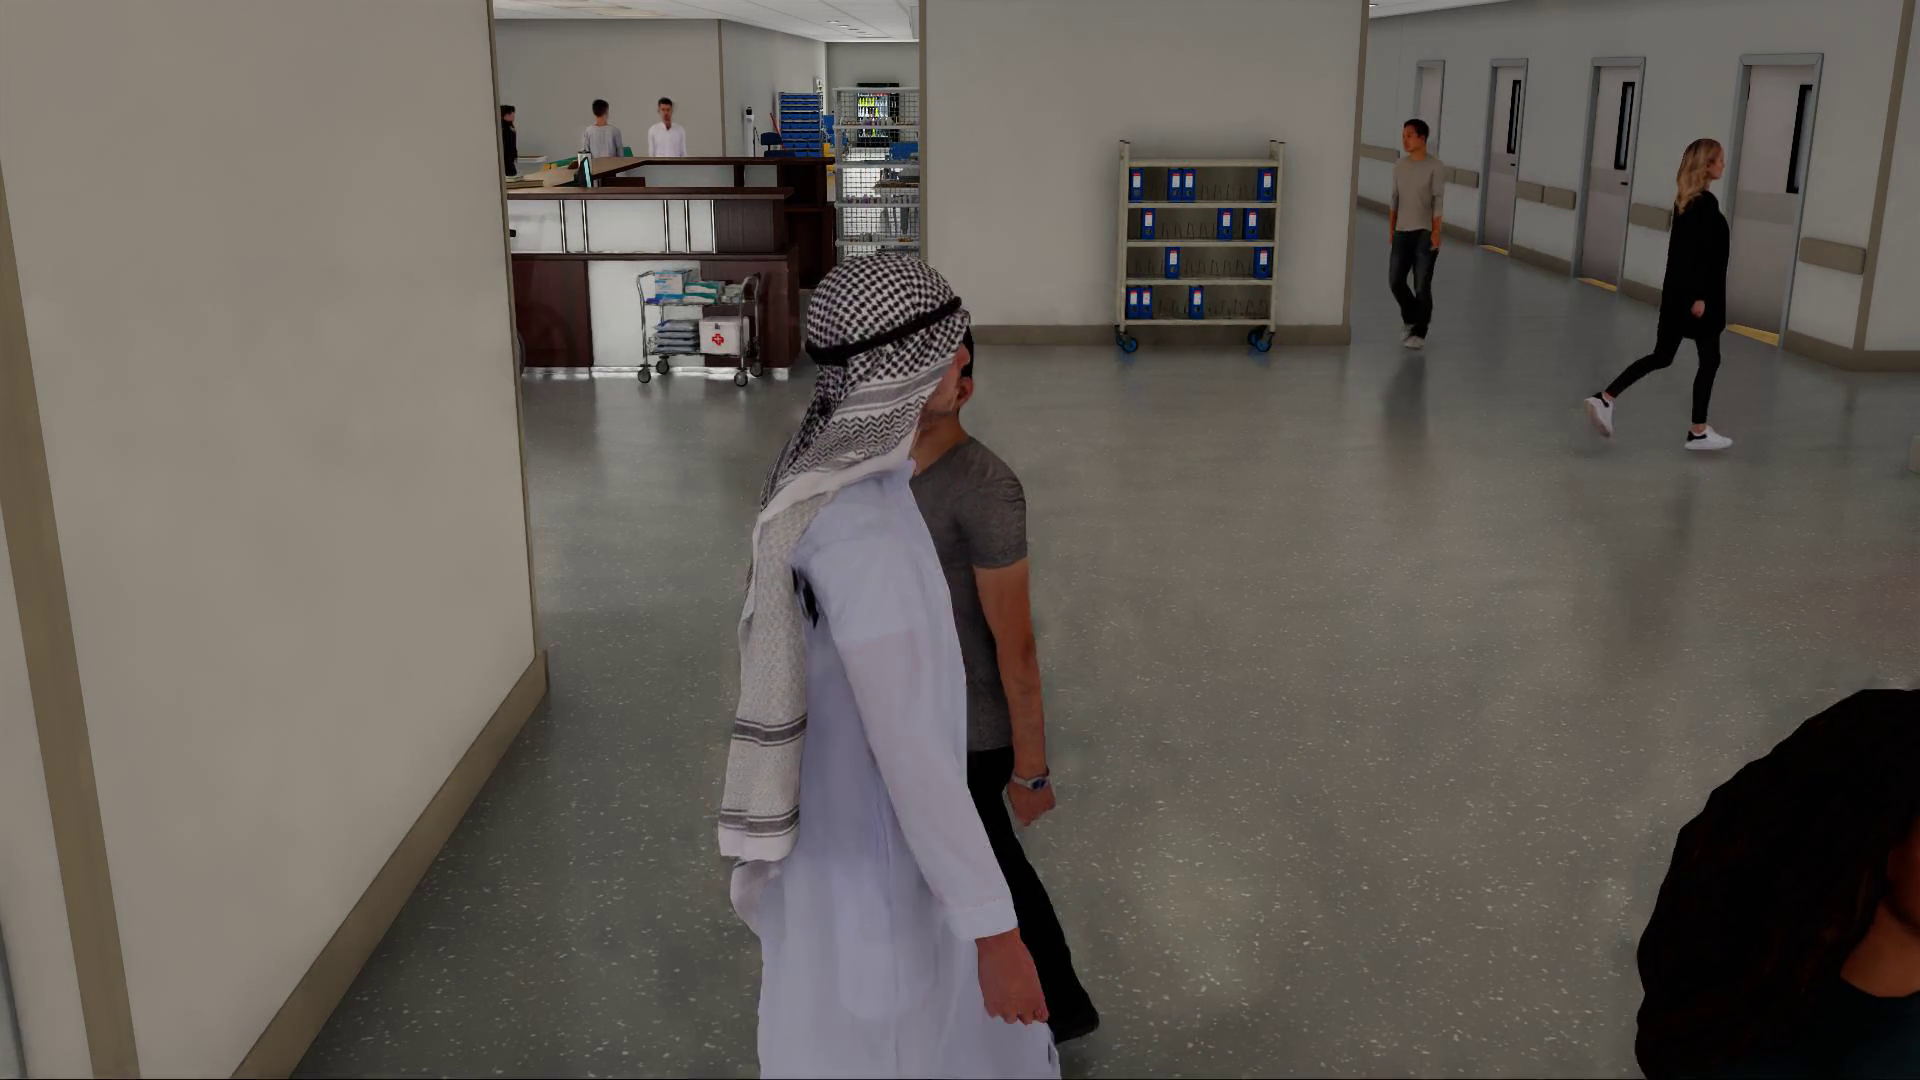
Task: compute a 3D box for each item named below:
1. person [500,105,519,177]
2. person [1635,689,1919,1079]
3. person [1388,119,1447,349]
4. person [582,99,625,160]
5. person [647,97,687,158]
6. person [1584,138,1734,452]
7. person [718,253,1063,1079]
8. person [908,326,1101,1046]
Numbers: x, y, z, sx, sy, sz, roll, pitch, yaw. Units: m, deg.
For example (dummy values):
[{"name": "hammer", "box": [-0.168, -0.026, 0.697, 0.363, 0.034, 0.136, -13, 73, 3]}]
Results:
[{"name": "person", "box": [-7.217, -5.909, 25.919, 1.017, 1.631, 0.712, 1, 16, 5]}, {"name": "person", "box": [0.827, 0.908, 1.798, 0.971, 1.599, 0.868, -7, 17, -22]}, {"name": "person", "box": [3.719, -2.453, 13.370, 0.814, 1.789, 0.883, 13, 20, 39]}, {"name": "person", "box": [-4.212, -4.278, 19.736, 0.508, 1.847, 0.710, -2, 16, -6]}, {"name": "person", "box": [-3.592, -4.474, 20.441, 1.269, 1.843, 0.971, -5, 17, -17]}, {"name": "person", "box": [4.093, -1.372, 9.553, 1.094, 1.780, 0.632, -1, 16, -2]}, {"name": "person", "box": [-0.213, 0.555, 2.519, 1.110, 1.888, 0.729, -1, 16, -3]}, {"name": "person", "box": [0.049, 0.388, 3.435, 1.175, 1.712, 0.918, -8, 17, -25]}]
